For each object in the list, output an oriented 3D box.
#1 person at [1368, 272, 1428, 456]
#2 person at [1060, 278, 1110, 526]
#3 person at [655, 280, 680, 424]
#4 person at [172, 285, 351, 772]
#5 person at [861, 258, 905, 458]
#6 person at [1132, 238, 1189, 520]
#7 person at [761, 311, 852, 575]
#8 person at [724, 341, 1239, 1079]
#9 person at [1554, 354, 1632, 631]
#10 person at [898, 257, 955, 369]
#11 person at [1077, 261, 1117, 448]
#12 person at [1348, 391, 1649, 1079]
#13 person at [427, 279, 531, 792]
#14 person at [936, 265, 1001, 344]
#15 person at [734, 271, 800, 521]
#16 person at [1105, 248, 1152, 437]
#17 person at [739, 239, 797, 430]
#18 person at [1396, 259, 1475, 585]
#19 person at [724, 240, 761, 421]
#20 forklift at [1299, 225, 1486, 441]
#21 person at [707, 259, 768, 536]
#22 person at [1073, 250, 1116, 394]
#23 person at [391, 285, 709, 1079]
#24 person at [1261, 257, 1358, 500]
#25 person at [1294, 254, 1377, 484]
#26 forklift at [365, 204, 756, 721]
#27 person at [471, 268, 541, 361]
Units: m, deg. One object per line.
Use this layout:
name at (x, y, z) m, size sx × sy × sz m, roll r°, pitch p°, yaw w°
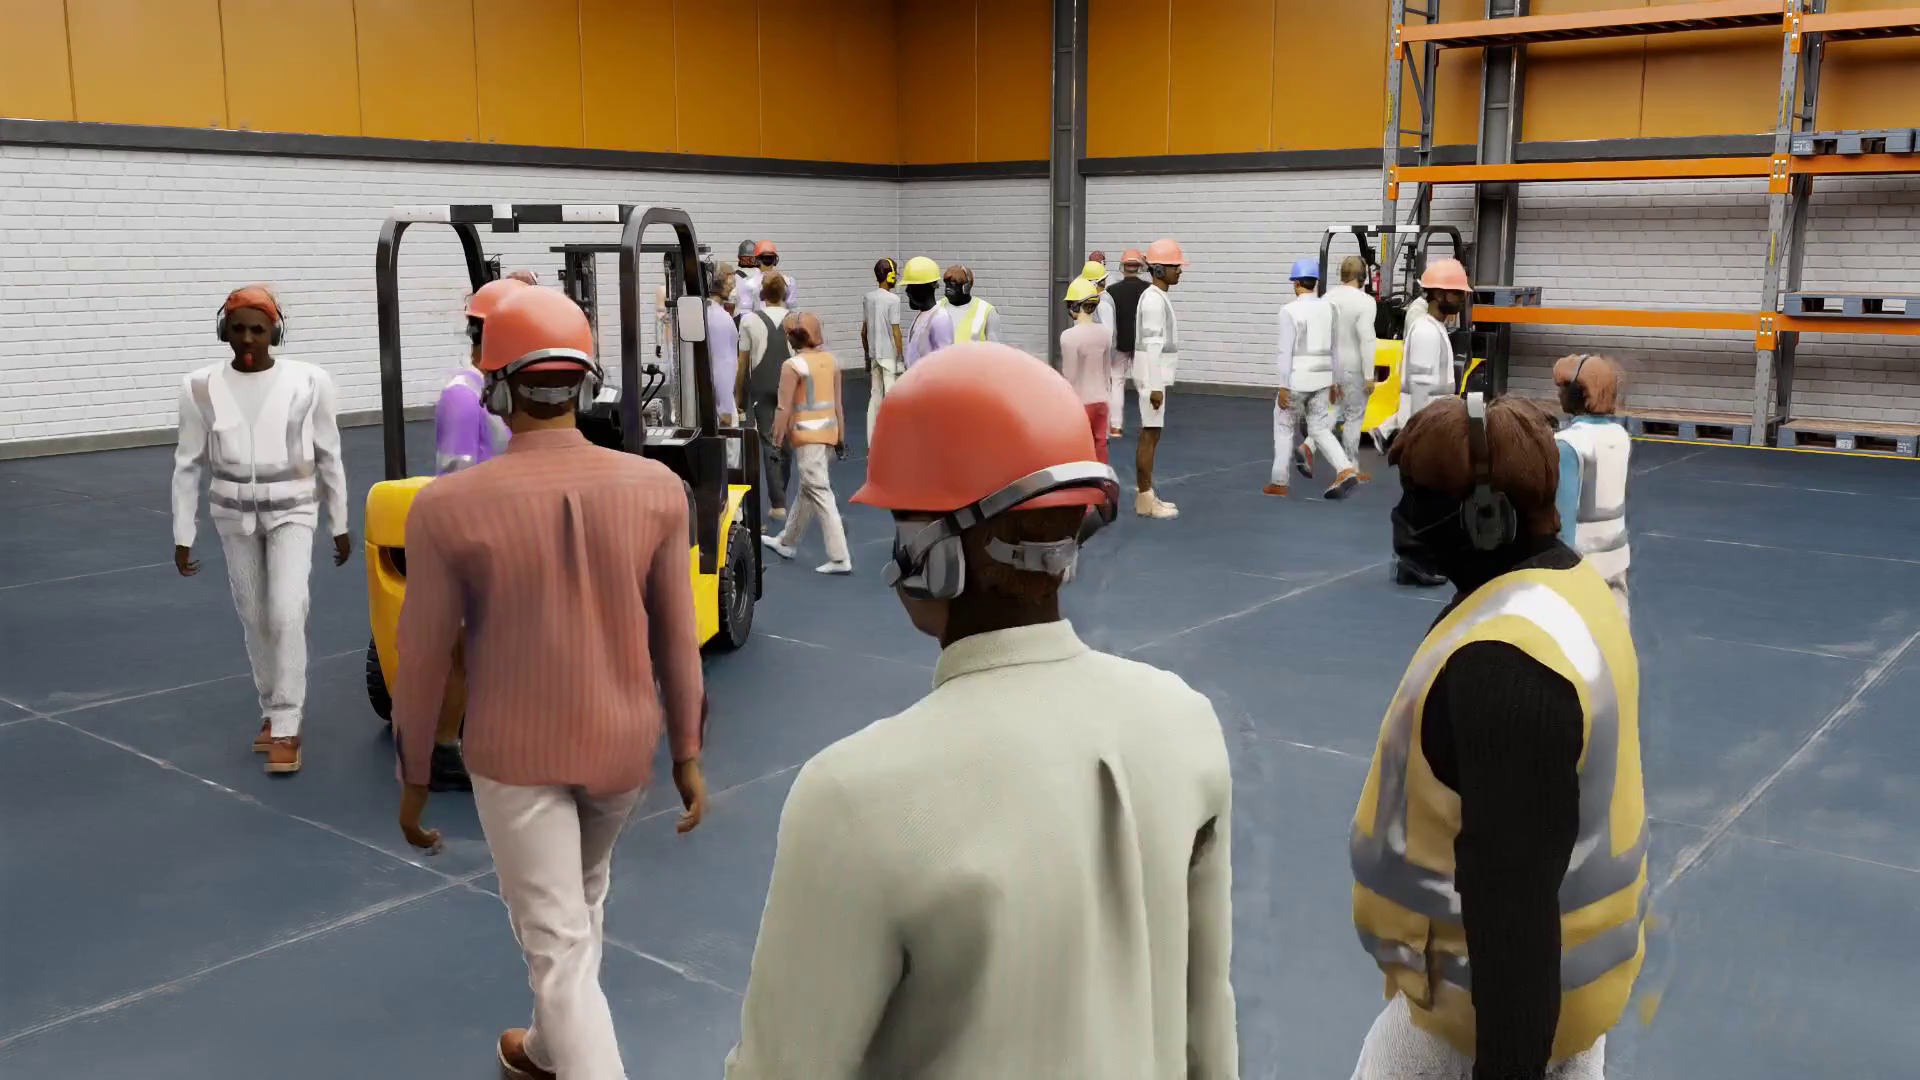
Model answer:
person at (4.169, -1.596, 15.231) m, size 0.784 × 1.801 × 0.594 m, roll 5°, pitch 12°, yaw 27°
person at (0.859, -0.946, 11.703) m, size 0.331 × 1.768 × 0.526 m, roll 9°, pitch 13°, yaw 39°
person at (-3.017, -2.196, 18.210) m, size 0.608 × 1.911 × 0.421 m, roll -4°, pitch 11°, yaw -23°
person at (-2.708, -0.033, 6.389) m, size 0.617 × 1.852 × 0.800 m, roll -1°, pitch 10°, yaw -8°
person at (-0.696, -1.679, 15.490) m, size 0.312 × 1.866 × 0.538 m, roll -10°, pitch 14°, yaw -43°
person at (1.466, -1.181, 12.234) m, size 0.396 × 2.044 × 0.609 m, roll 1°, pitch 10°, yaw 7°
person at (-0.989, -0.597, 10.221) m, size 0.845 × 1.591 × 0.528 m, roll 6°, pitch 12°, yaw 30°
person at (0.040, 0.756, 1.836) m, size 1.075 × 1.932 × 0.605 m, roll 9°, pitch 13°, yaw 39°
person at (2.295, 0.092, 6.383) m, size 0.535 × 1.597 × 0.818 m, roll -8°, pitch 13°, yaw -37°
person at (-0.212, -0.924, 11.141) m, size 0.384 × 1.924 × 0.589 m, roll -3°, pitch 11°, yaw -15°
person at (1.330, -1.810, 16.324) m, size 0.404 × 1.827 × 0.590 m, roll -1°, pitch 10°, yaw -5°
person at (0.724, 0.669, 2.637) m, size 0.840 × 1.803 × 0.664 m, roll 5°, pitch 12°, yaw 27°
person at (-1.590, 0.015, 6.035) m, size 0.866 × 1.888 × 0.545 m, roll -1°, pitch 10°, yaw -6°
person at (-0.005, -1.210, 12.967) m, size 0.624 × 1.841 × 0.430 m, roll 3°, pitch 11°, yaw 18°
person at (-1.405, -1.081, 12.338) m, size 0.541 × 1.796 × 0.938 m, roll -3°, pitch 11°, yaw -17°
person at (1.781, -1.998, 17.023) m, size 0.630 × 1.970 × 0.799 m, roll -2°, pitch 10°, yaw -11°
person at (-1.983, -2.072, 17.176) m, size 0.608 × 2.044 × 0.371 m, roll -4°, pitch 11°, yaw -21°
person at (2.789, -0.670, 9.732) m, size 0.452 × 1.921 × 0.579 m, roll 3°, pitch 11°, yaw 18°
person at (-2.388, -2.369, 18.825) m, size 0.676 × 2.000 × 0.536 m, roll -5°, pitch 11°, yaw -25°
forklift at (4.449, -2.115, 16.993) m, size 1.214 × 2.155 × 2.313 m, roll 8°, pitch 13°, yaw 38°
person at (-1.730, -0.927, 11.209) m, size 0.804 × 1.913 × 0.639 m, roll -4°, pitch 11°, yaw -23°
person at (1.718, -2.658, 20.805) m, size 0.638 × 1.908 × 0.409 m, roll 7°, pitch 12°, yaw 33°
person at (-0.859, 0.442, 3.532) m, size 0.633 × 1.947 × 1.016 m, roll -7°, pitch 13°, yaw -35°
person at (2.755, -1.236, 12.934) m, size 0.641 × 1.912 × 0.848 m, roll -6°, pitch 12°, yaw -31°
person at (3.141, -1.394, 13.766) m, size 0.617 × 1.920 × 0.641 m, roll -5°, pitch 11°, yaw -26°
forklift at (-1.766, -0.406, 7.525) m, size 1.214 × 2.155 × 2.313 m, roll 1°, pitch 10°, yaw 7°
person at (-2.578, -0.665, 9.840) m, size 0.629 × 1.875 × 0.870 m, roll 4°, pitch 11°, yaw 22°
